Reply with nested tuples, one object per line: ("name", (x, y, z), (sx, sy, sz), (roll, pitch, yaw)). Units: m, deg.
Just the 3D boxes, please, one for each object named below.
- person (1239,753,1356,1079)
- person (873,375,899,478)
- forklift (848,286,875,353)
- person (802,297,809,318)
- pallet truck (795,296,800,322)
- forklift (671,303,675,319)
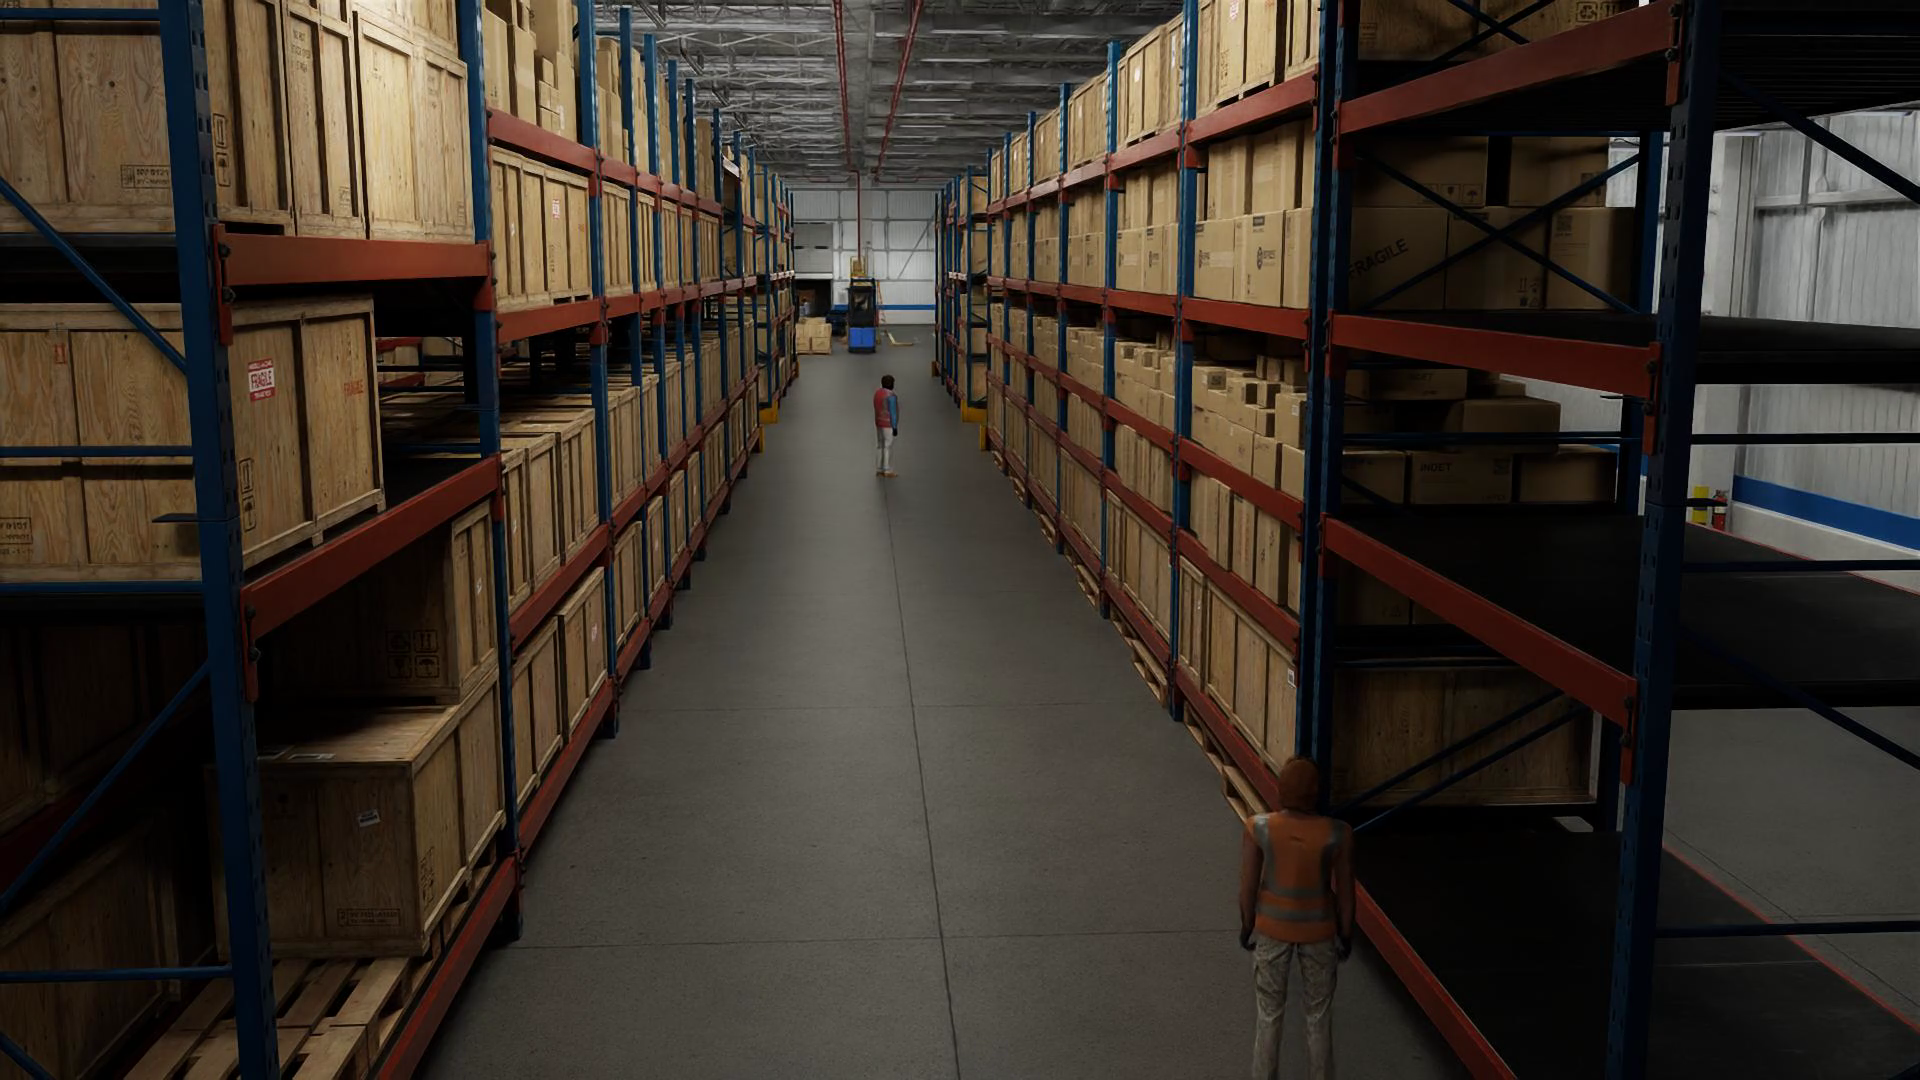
("person", (1.524, 1.779, 7.544), (0.523, 1.638, 0.310), (2, 10, 11))
("person", (-1.301, -2.035, 29.760), (0.430, 1.838, 0.626), (-6, 11, -33))
("forklift", (-4.131, -9.270, 69.840), (1.129, 2.768, 1.873), (-1, 10, -3))
("person", (-8.683, -12.623, 92.809), (0.961, 1.888, 0.562), (3, 10, 18))
("pallet truck", (-8.622, -12.439, 91.403), (1.885, 1.965, 0.823), (2, 10, 13))
("forklift", (-9.939, -6.977, 56.144), (1.129, 2.768, 1.873), (3, 10, 15))
